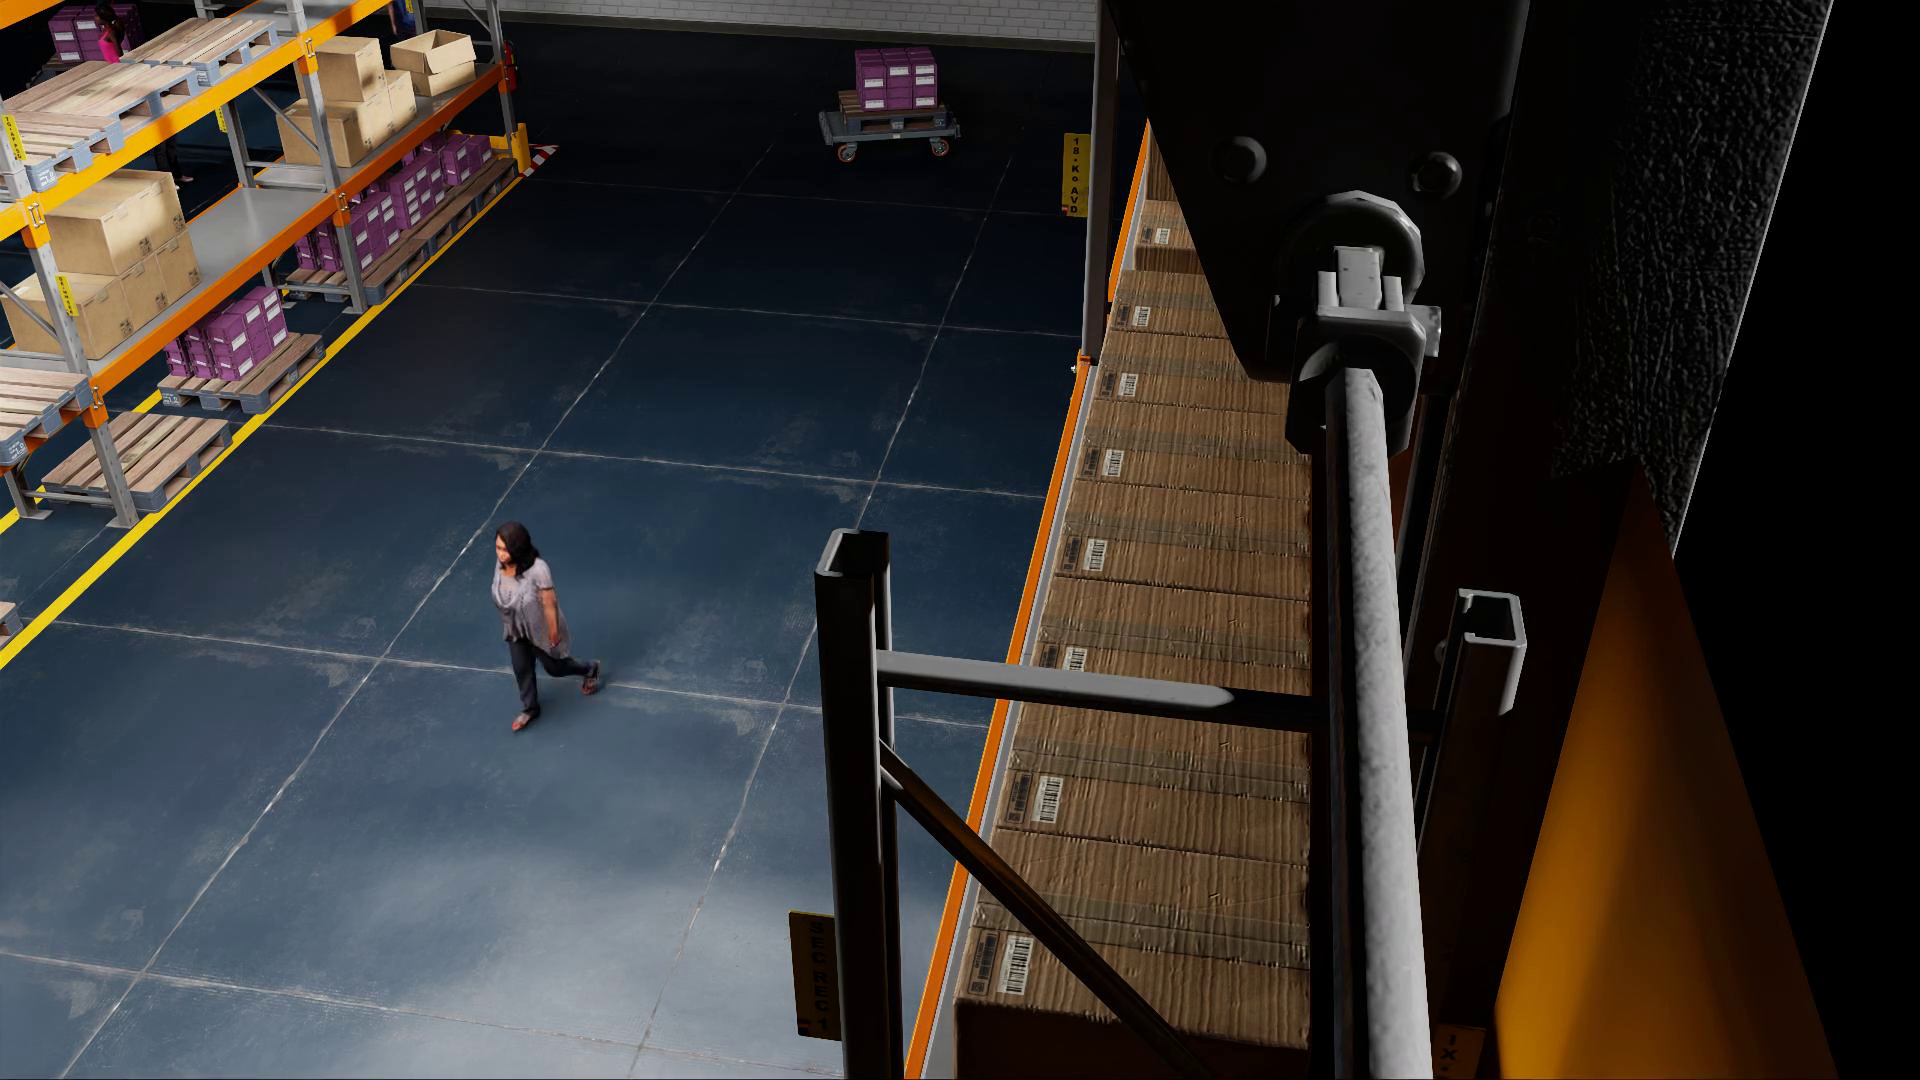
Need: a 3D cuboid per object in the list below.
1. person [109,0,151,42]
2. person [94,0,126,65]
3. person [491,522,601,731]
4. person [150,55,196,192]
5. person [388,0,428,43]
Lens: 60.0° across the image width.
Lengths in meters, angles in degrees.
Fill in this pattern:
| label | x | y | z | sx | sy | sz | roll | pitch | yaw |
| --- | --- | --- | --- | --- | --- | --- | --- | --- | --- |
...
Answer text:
| label | x | y | z | sx | sy | sz | roll | pitch | yaw |
| --- | --- | --- | --- | --- | --- | --- | --- | --- | --- |
| person | -11.518 | -7.432 | 22.994 | 0.716 | 1.654 | 0.581 | 20 | 39 | 27 |
| person | -10.210 | -5.670 | 20.281 | 0.726 | 1.723 | 0.661 | -20 | 38 | -27 |
| person | -2.794 | 0.506 | 11.116 | 0.847 | 1.583 | 1.035 | 19 | 38 | 26 |
| person | -9.219 | -4.846 | 19.137 | 0.709 | 1.616 | 0.564 | 8 | 34 | 12 |
| person | -7.198 | -6.755 | 21.786 | 0.667 | 1.864 | 0.575 | 4 | 34 | 5 |
